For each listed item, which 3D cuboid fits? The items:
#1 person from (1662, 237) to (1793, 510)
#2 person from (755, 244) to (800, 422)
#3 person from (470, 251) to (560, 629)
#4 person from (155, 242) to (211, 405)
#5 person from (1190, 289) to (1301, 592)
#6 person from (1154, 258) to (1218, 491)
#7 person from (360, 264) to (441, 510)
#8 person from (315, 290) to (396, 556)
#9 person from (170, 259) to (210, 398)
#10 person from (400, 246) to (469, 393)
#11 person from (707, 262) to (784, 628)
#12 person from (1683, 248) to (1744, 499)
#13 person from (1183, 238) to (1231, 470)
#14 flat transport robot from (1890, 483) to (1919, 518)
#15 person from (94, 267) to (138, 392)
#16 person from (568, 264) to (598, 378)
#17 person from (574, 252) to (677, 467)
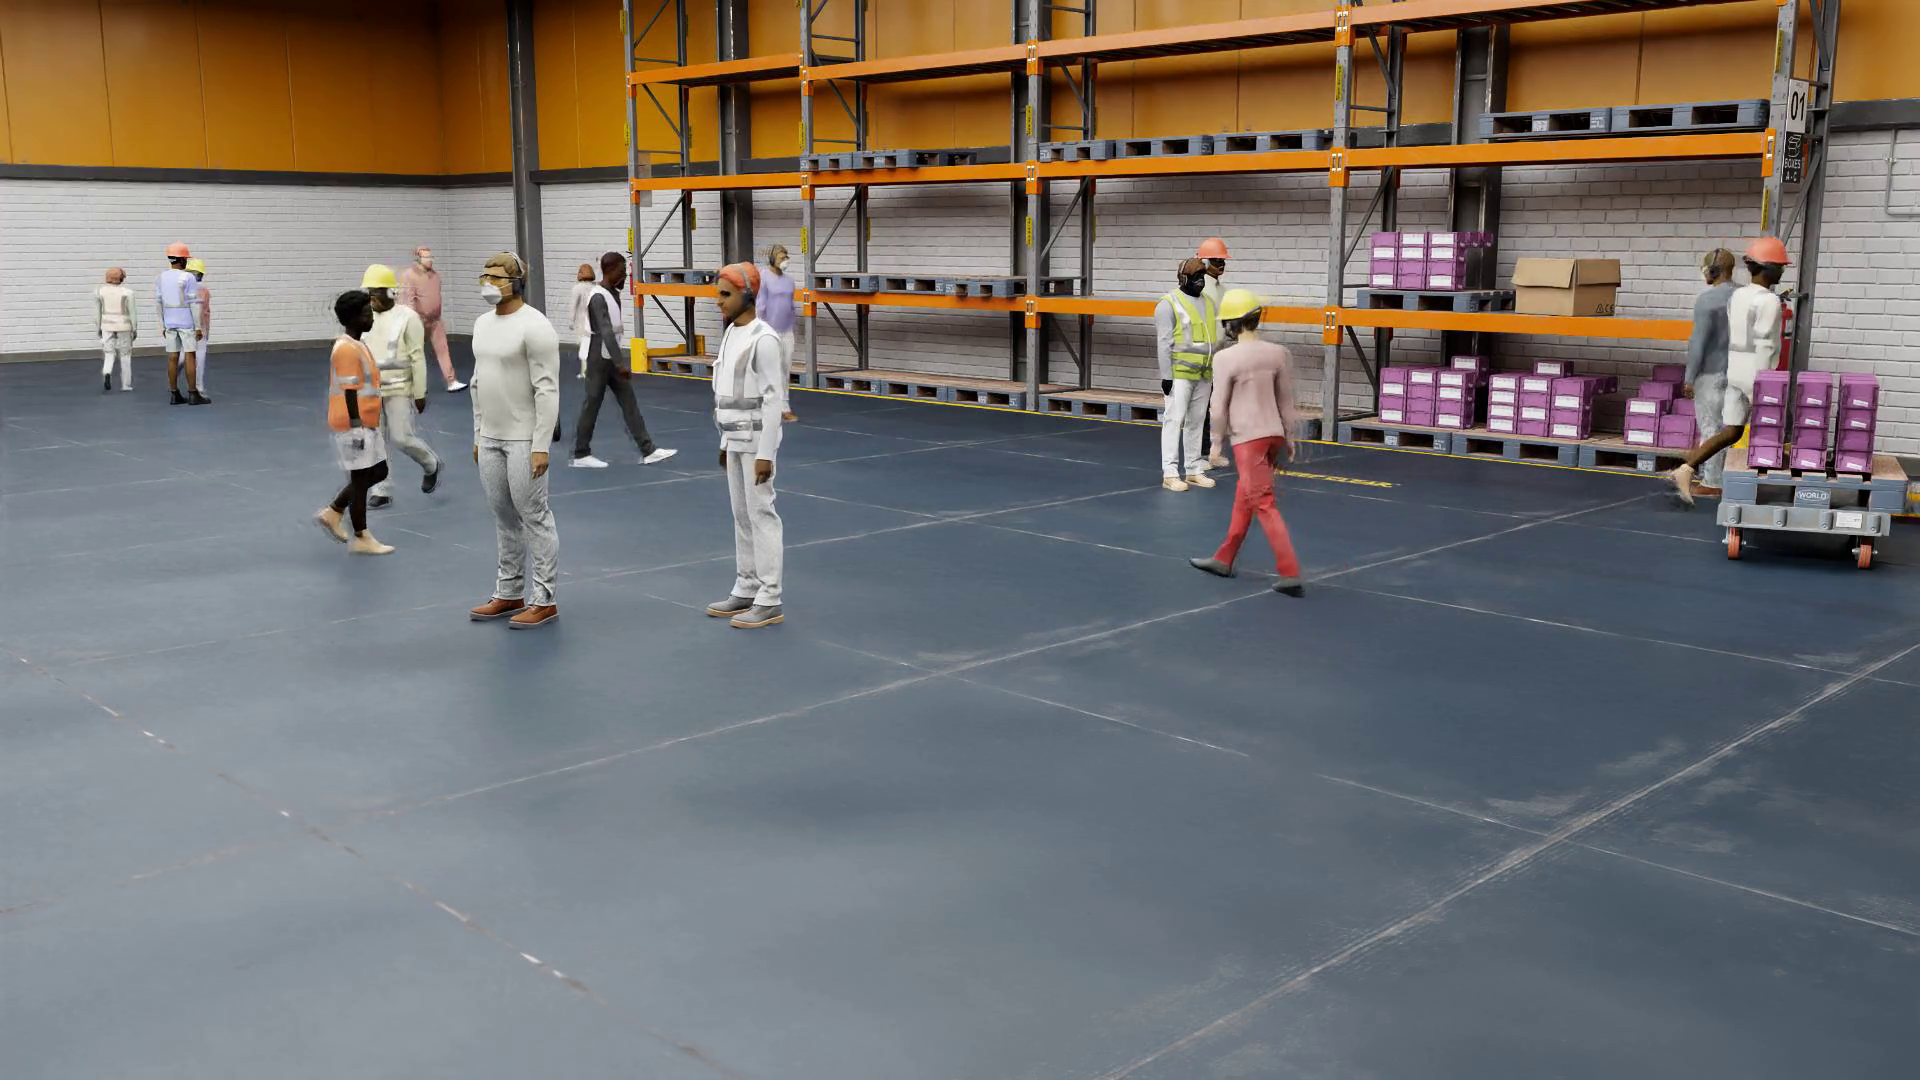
[{"bbox_3d":[5.657,-1.173,12.033,0.914,2.017,0.618,0,10,-1],"label":"person"},{"bbox_3d":[-2.010,-2.236,18.041,0.536,1.929,0.646,7,13,34],"label":"person"},{"bbox_3d":[-2.318,-0.514,8.624,0.630,1.940,0.372,8,13,38],"label":"person"},{"bbox_3d":[-9.301,-2.580,19.891,0.549,1.936,0.377,3,11,15],"label":"person"},{"bbox_3d":[1.699,-0.572,9.542,0.530,1.715,0.856,-8,13,-38],"label":"person"},{"bbox_3d":[1.838,-1.319,13.285,0.626,1.844,0.429,-8,13,-38],"label":"person"},{"bbox_3d":[-4.239,-1.149,12.437,0.598,1.814,0.673,3,11,18],"label":"person"},{"bbox_3d":[-3.844,-0.727,10.489,0.426,1.689,0.541,-1,10,-8],"label":"person"},{"bbox_3d":[-9.601,-2.627,20.692,0.581,1.734,0.554,8,13,38],"label":"person"},{"bbox_3d":[-6.751,-2.792,21.222,0.920,1.864,0.667,7,12,32],"label":"person"},{"bbox_3d":[-1.106,-0.490,8.640,0.357,1.885,0.573,-6,12,-28],"label":"person"},{"bbox_3d":[5.798,-1.271,12.798,0.651,1.922,0.438,-7,12,-33],"label":"person"},{"bbox_3d":[2.162,-1.616,14.478,0.379,1.996,0.609,7,13,34],"label":"person"},{"bbox_3d":[7.040,-0.261,11.799,1.431,0.197,0.652,5,12,28],"label":"flat transport robot"},{"bbox_3d":[-10.882,-2.706,21.435,0.526,1.619,0.504,-2,11,-10],"label":"person"},{"bbox_3d":[-5.247,-3.085,23.508,0.522,1.622,0.501,-10,14,-42],"label":"person"},{"bbox_3d":[-2.954,-1.547,14.443,0.973,1.867,0.589,1,10,7],"label":"person"}]
